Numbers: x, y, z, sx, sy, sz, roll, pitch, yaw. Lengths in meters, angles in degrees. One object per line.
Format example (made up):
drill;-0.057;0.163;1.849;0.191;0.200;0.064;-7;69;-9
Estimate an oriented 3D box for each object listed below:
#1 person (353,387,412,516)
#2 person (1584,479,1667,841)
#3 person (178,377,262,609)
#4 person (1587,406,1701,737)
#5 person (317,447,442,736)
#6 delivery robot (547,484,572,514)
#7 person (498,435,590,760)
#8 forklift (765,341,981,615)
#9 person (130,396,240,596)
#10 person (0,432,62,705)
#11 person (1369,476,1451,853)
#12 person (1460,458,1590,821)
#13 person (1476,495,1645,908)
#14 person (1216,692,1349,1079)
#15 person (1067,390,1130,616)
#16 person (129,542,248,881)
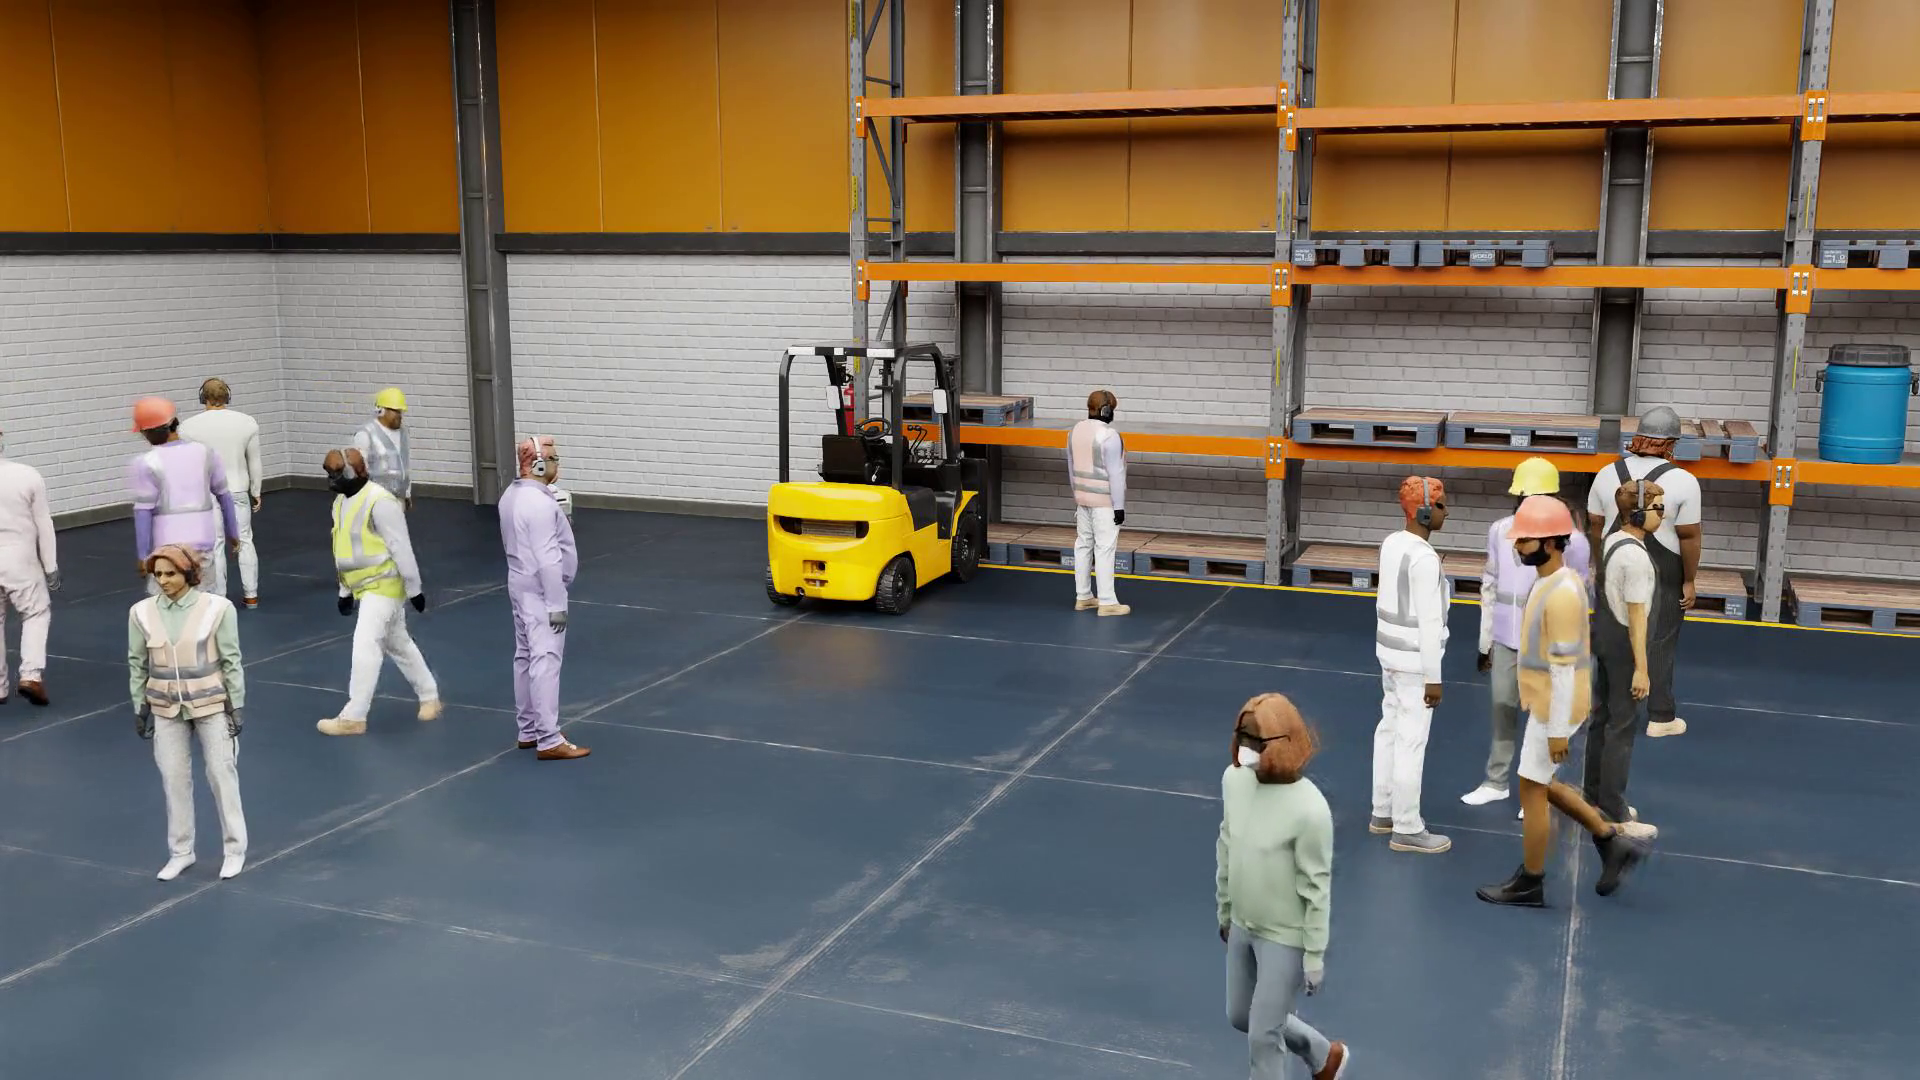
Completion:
person;-4.951;-0.416;14.303;0.523;1.807;0.596;4;11;21
person;3.410;0.601;8.512;0.335;1.845;0.513;1;10;4
person;-6.049;-0.368;13.651;0.635;1.938;0.361;-9;14;-42
person;4.278;0.178;10.327;0.536;2.000;0.688;-9;13;-40
person;-3.627;0.303;10.390;0.809;1.786;0.651;-7;13;-36
delivery robot;-4.384;-0.425;17.543;0.477;0.478;0.707;-8;12;-37
person;-2.453;0.336;9.817;0.406;1.911;0.636;-7;12;-33
forklift;-0.739;-0.602;14.246;1.214;2.155;2.313;4;11;21
person;-5.163;0.029;11.222;0.782;2.028;0.682;-10;14;-43
person;-6.243;0.164;10.811;0.689;1.901;0.518;-4;11;-21
person;2.268;0.615;8.333;0.348;1.882;0.584;-1;10;-7
person;2.987;0.523;8.751;0.382;1.921;0.628;-8;13;-38
person;2.751;0.746;7.516;0.661;1.919;0.554;3;11;15
person;1.066;1.267;5.436;0.615;1.618;0.508;-6;12;-28
person;1.145;-0.306;13.590;0.429;1.841;0.625;-7;12;-34
person;-3.663;0.816;7.921;0.524;1.631;0.313;-1;10;-4
